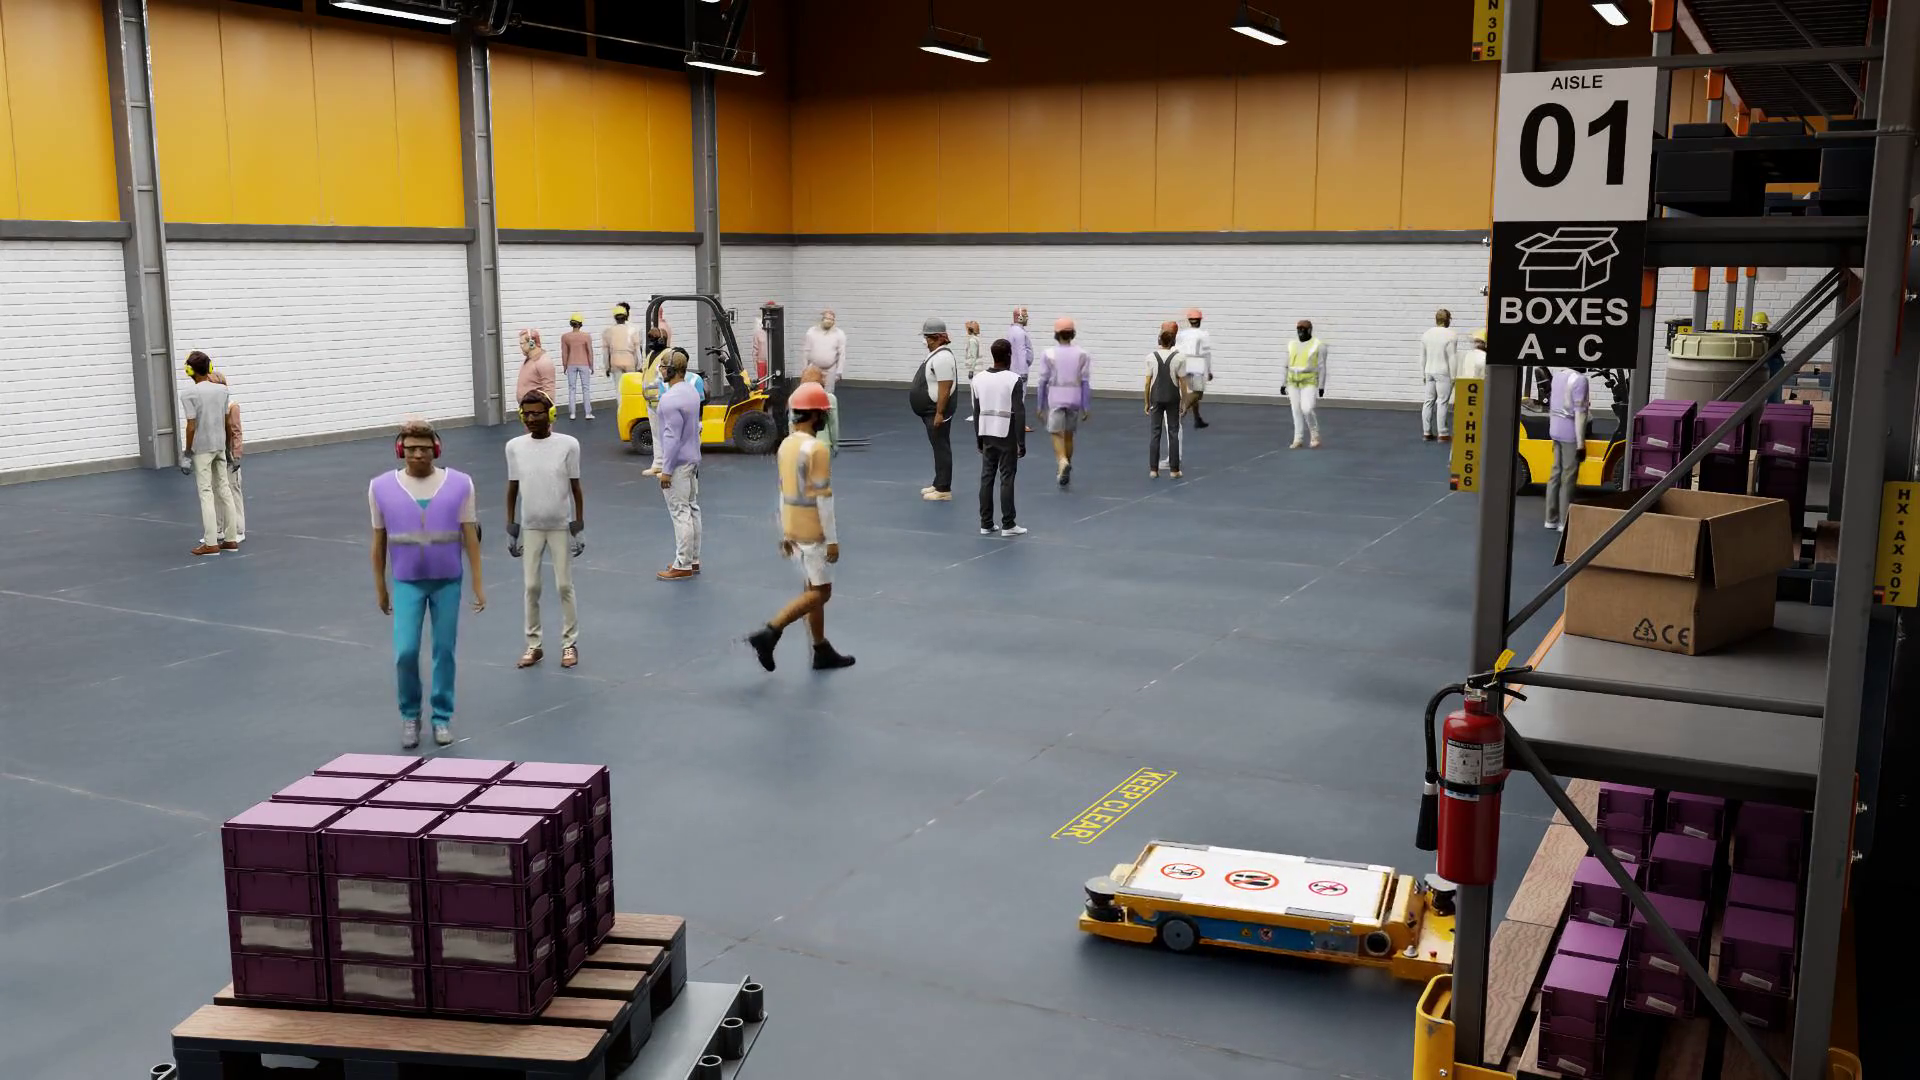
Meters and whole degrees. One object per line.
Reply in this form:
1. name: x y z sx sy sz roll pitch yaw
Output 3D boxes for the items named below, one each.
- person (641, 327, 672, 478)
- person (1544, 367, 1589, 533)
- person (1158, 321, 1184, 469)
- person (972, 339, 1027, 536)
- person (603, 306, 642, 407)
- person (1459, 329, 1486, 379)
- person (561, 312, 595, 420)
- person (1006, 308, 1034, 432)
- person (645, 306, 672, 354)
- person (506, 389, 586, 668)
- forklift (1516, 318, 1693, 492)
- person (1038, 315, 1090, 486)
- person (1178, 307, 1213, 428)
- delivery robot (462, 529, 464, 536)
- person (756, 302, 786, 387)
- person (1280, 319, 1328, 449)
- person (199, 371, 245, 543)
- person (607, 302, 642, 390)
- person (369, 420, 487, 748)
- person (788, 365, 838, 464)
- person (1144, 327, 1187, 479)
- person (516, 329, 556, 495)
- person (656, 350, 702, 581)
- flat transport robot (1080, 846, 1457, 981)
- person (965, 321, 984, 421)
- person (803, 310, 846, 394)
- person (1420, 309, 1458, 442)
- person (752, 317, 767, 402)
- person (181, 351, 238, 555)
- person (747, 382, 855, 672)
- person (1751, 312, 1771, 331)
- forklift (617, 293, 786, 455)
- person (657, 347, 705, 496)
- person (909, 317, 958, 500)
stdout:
1. person: -3.677 -1.679 20.369 0.429 1.843 0.633 -8 13 -39
2. person: 6.011 -1.028 16.359 0.388 1.924 0.594 -1 10 -7
3. person: 2.690 -1.841 21.183 0.337 1.882 0.584 3 10 18
4. person: 0.382 -0.997 16.200 0.591 1.919 0.392 7 12 36
5. person: -5.437 -2.830 26.867 0.613 1.891 0.786 -1 10 -4
6. person: 6.687 -1.810 21.349 0.954 1.777 0.641 -3 10 -19
7. person: -6.293 -2.859 27.416 0.524 1.770 0.315 0 10 -1
8. person: 0.931 -2.620 25.634 0.409 1.909 0.641 -2 10 -13
9. person: -4.937 -2.886 27.172 0.401 1.906 0.651 1 10 8
10. person: -2.746 -0.074 11.035 0.525 1.863 0.320 0 10 0
11. forklift: 7.066 -1.601 18.899 2.313 2.155 1.214 5 11 27
12. person: 1.236 -1.618 19.522 0.616 2.021 0.827 -2 10 -9
13. person: 3.606 -2.663 25.882 0.798 1.911 0.555 -9 13 -42
14. delivery robot: -4.877 -0.279 15.715 0.477 0.478 0.707 -6 12 -33
15. person: -3.560 -3.562 31.301 0.577 1.844 0.984 -1 10 -5
16. person: 4.796 -2.170 23.263 0.644 1.831 0.440 9 13 42
17. person: -7.001 -0.776 15.729 0.517 1.641 0.308 3 10 18
18. person: -5.602 -3.010 27.786 0.610 1.937 0.750 -3 10 -18
19. person: -2.948 0.248 9.248 0.585 1.829 0.513 -4 10 -20
20. person: -1.467 -0.937 16.679 0.502 1.633 0.278 -1 10 -4
21. person: 2.506 -1.666 20.285 0.519 1.844 0.330 3 10 16
22. person: -4.771 -1.414 18.669 0.402 1.899 0.652 -7 12 -34
23. person: -2.374 -0.627 14.005 0.372 1.940 0.630 1 10 7
24. flat transport robot: 1.257 1.467 6.702 1.431 0.197 0.652 3 10 19
25. person: 0.234 -2.768 27.269 0.313 1.636 0.517 2 10 11
26. person: -2.116 -2.655 25.971 0.674 1.857 0.880 -1 10 -4
27. person: 6.971 -2.389 24.203 0.379 1.940 0.629 -6 12 -33
28. person: -3.282 -3.028 28.394 0.525 1.770 0.306 0 10 2
29. person: -6.861 -0.789 15.156 0.327 1.865 0.519 5 11 26
30. person: -1.034 -0.062 10.787 0.721 1.923 0.555 -5 11 -28
31. person: 12.370 -2.621 25.847 0.404 1.833 0.586 1 10 6
32. forklift: -3.588 -2.317 23.042 2.313 2.155 1.214 -1 10 -5
33. person: -3.151 -1.336 18.792 0.539 1.698 0.318 1 10 5
34. person: -0.297 -1.467 18.570 0.535 2.000 0.686 -1 10 -3
